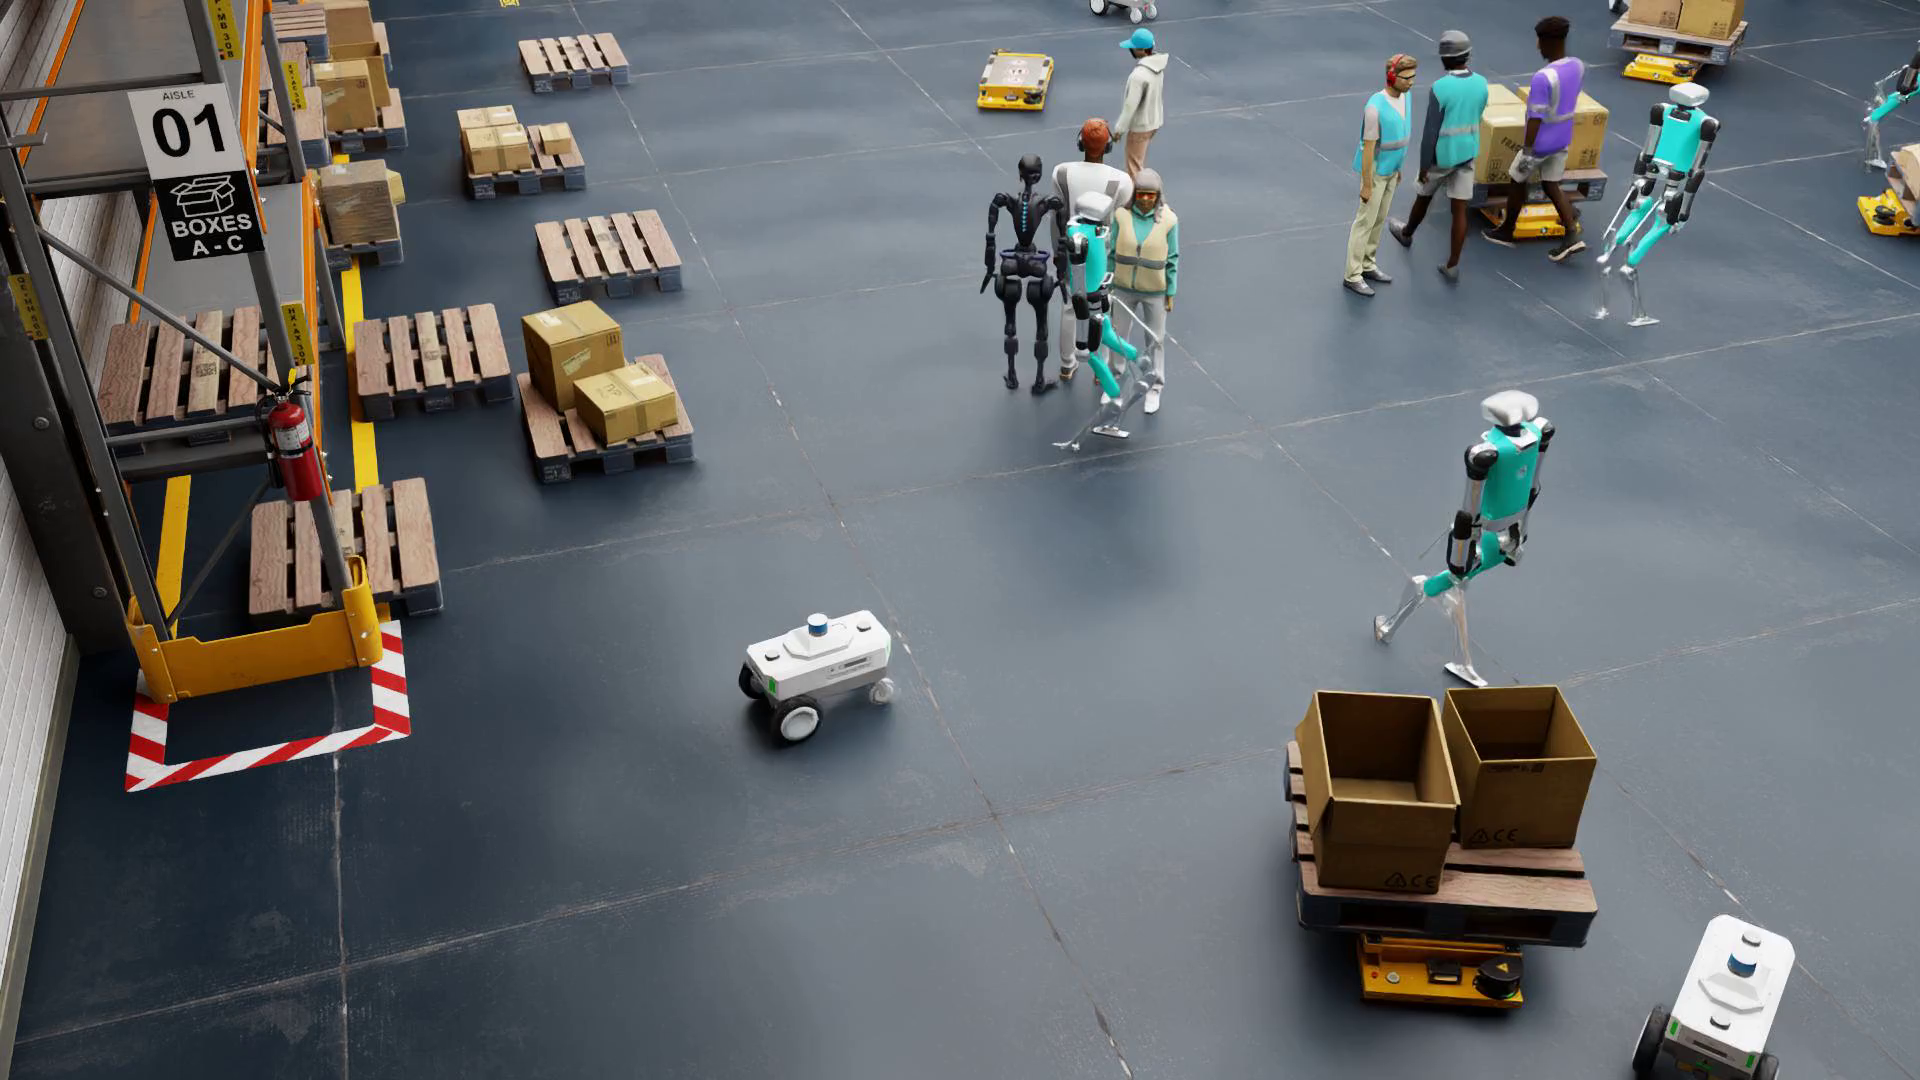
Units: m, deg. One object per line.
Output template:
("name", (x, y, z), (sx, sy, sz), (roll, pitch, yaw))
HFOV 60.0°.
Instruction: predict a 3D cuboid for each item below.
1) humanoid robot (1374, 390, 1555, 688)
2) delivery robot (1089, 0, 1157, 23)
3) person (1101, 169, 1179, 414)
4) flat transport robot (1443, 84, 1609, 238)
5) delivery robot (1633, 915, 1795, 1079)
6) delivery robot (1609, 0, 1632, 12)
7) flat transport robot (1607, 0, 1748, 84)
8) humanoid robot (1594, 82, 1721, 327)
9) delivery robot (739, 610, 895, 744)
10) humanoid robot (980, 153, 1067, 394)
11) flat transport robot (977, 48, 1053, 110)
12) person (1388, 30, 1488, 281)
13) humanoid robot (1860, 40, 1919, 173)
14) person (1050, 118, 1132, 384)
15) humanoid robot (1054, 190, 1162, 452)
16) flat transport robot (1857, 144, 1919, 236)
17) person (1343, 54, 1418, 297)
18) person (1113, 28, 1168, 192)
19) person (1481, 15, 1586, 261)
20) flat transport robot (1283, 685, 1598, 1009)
("humanoid robot", (2.516, -0.049, 8.645), (0.564, 1.848, 0.834), (-20, 38, -27))
("delivery robot", (1.922, -6.368, 19.361), (0.499, 0.592, 0.774), (-28, 42, -35))
("person", (1.212, -1.667, 11.104), (0.479, 1.700, 0.368), (9, 34, 14))
("flat transport robot", (4.778, -2.988, 14.441), (0.659, 0.231, 1.431), (-4, 33, -6))
("delivery robot", (3.077, 1.901, 6.694), (0.499, 0.608, 0.786), (20, 38, 28))
("delivery robot", (7.889, -6.316, 19.276), (0.499, 0.586, 0.765), (3, 33, 5))
("flat transport robot", (7.632, -5.190, 17.818), (0.659, 0.231, 1.431), (19, 38, 26))
("humanoid robot", (5.029, -2.418, 12.224), (0.776, 1.771, 0.554), (-21, 38, -28))
("delivery robot", (-0.730, 0.646, 8.590), (0.769, 0.577, 0.499), (-17, 37, -24))
("humanoid robot", (0.433, -1.808, 11.358), (0.613, 1.636, 0.444), (5, 33, 7))
("flat transport robot", (0.583, -4.745, 17.137), (0.659, 0.231, 1.431), (4, 33, 6))
("person", (3.799, -3.061, 13.079), (0.575, 1.867, 1.009), (-8, 34, -12))
("humanoid robot", (8.398, -4.108, 14.831), (0.531, 1.797, 0.758), (-21, 38, -28))
("person", (0.897, -1.960, 11.388), (0.576, 1.883, 0.354), (12, 35, 17))
("humanoid robot", (1.011, -1.321, 10.546), (0.737, 1.797, 0.556), (10, 34, 14))
("flat transport robot", (8.420, -2.722, 14.033), (1.431, 0.231, 0.659), (8, 34, 12))
("person", (3.202, -2.803, 12.716), (0.374, 1.840, 0.569), (23, 40, 31))
("person", (1.482, -3.452, 13.877), (0.442, 1.654, 0.518), (15, 36, 21))
("person", (4.705, -3.167, 13.206), (0.636, 1.924, 0.881), (-21, 39, -29))
("flat transport robot", (2.087, 1.506, 7.549), (0.659, 0.231, 1.431), (3, 33, 4))
